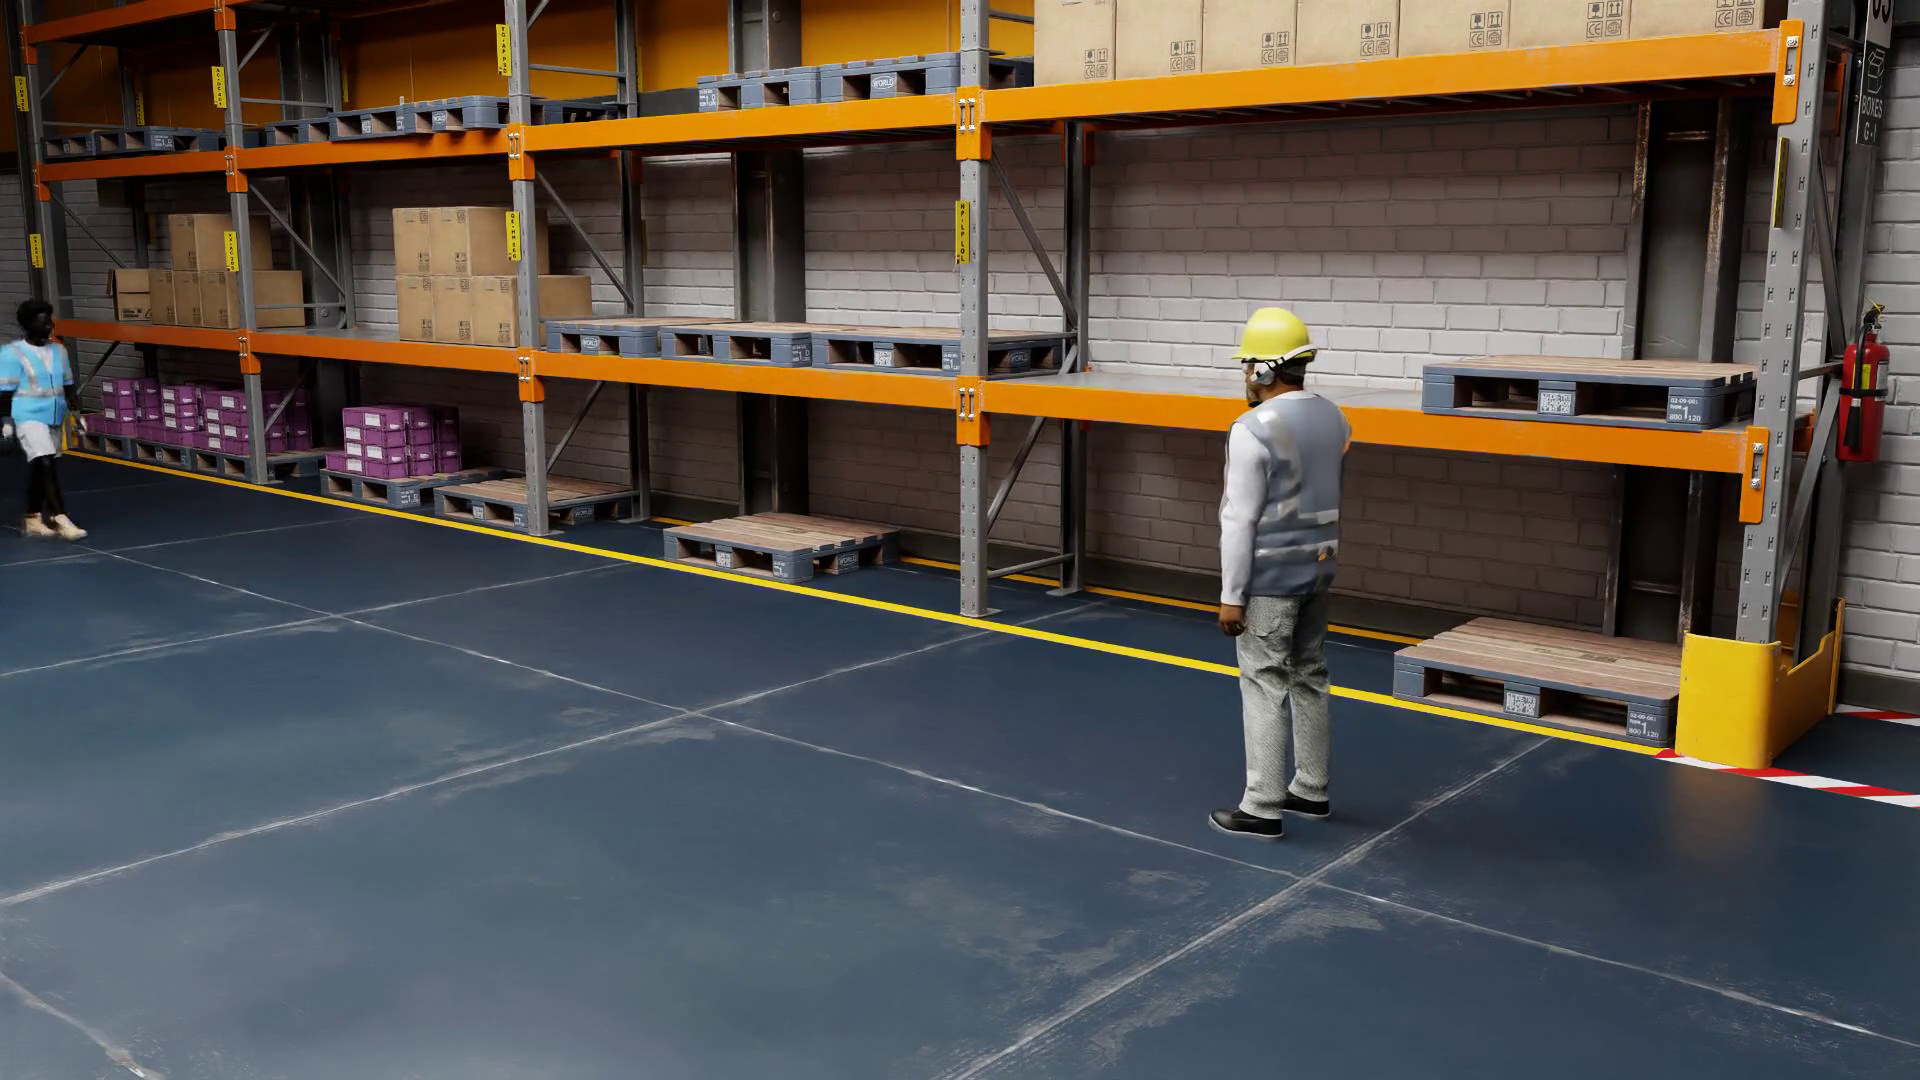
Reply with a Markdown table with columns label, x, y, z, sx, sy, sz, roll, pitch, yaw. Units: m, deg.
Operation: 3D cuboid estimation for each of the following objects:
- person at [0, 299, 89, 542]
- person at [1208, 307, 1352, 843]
| label | x | y | z | sx | sy | sz | roll | pitch | yaw |
| --- | --- | --- | --- | --- | --- | --- | --- | --- | --- |
| person | -6.245 | -0.814 | 11.449 | 0.781 | 1.661 | 0.550 | 3 | 10 | 17 |
| person | 1.091 | 0.119 | 5.735 | 0.591 | 1.823 | 0.405 | -10 | 14 | -43 |
